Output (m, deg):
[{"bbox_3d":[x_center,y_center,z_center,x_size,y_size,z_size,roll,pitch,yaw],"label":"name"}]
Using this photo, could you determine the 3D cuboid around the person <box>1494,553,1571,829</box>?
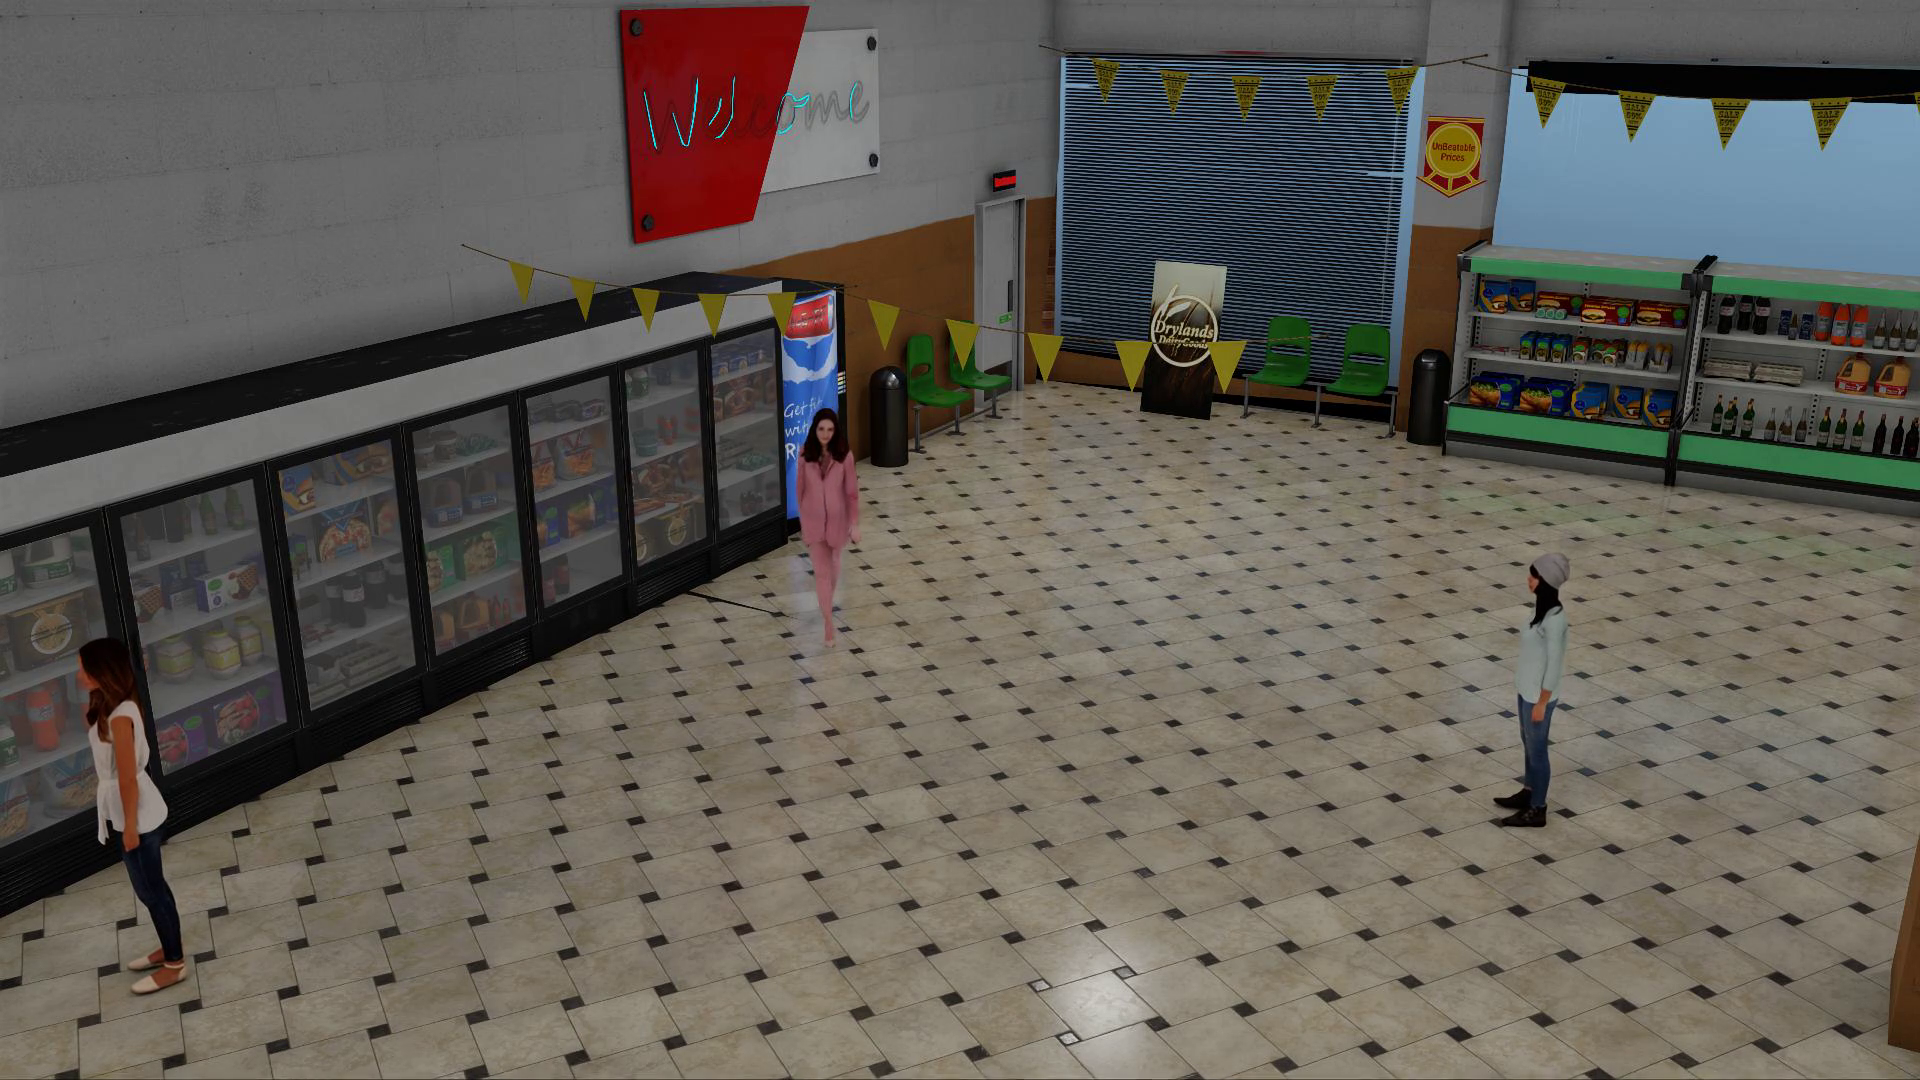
[{"bbox_3d":[3.296,0.847,9.487,0.601,1.647,0.632,3,19,9],"label":"person"}]

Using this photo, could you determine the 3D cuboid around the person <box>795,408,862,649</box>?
[{"bbox_3d":[-0.993,-0.139,12.276,1.212,1.734,1.133,-1,19,-2],"label":"person"}]

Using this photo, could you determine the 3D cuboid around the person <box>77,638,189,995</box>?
[{"bbox_3d":[-3.921,1.297,7.941,0.723,1.782,0.605,-12,22,-31],"label":"person"}]
